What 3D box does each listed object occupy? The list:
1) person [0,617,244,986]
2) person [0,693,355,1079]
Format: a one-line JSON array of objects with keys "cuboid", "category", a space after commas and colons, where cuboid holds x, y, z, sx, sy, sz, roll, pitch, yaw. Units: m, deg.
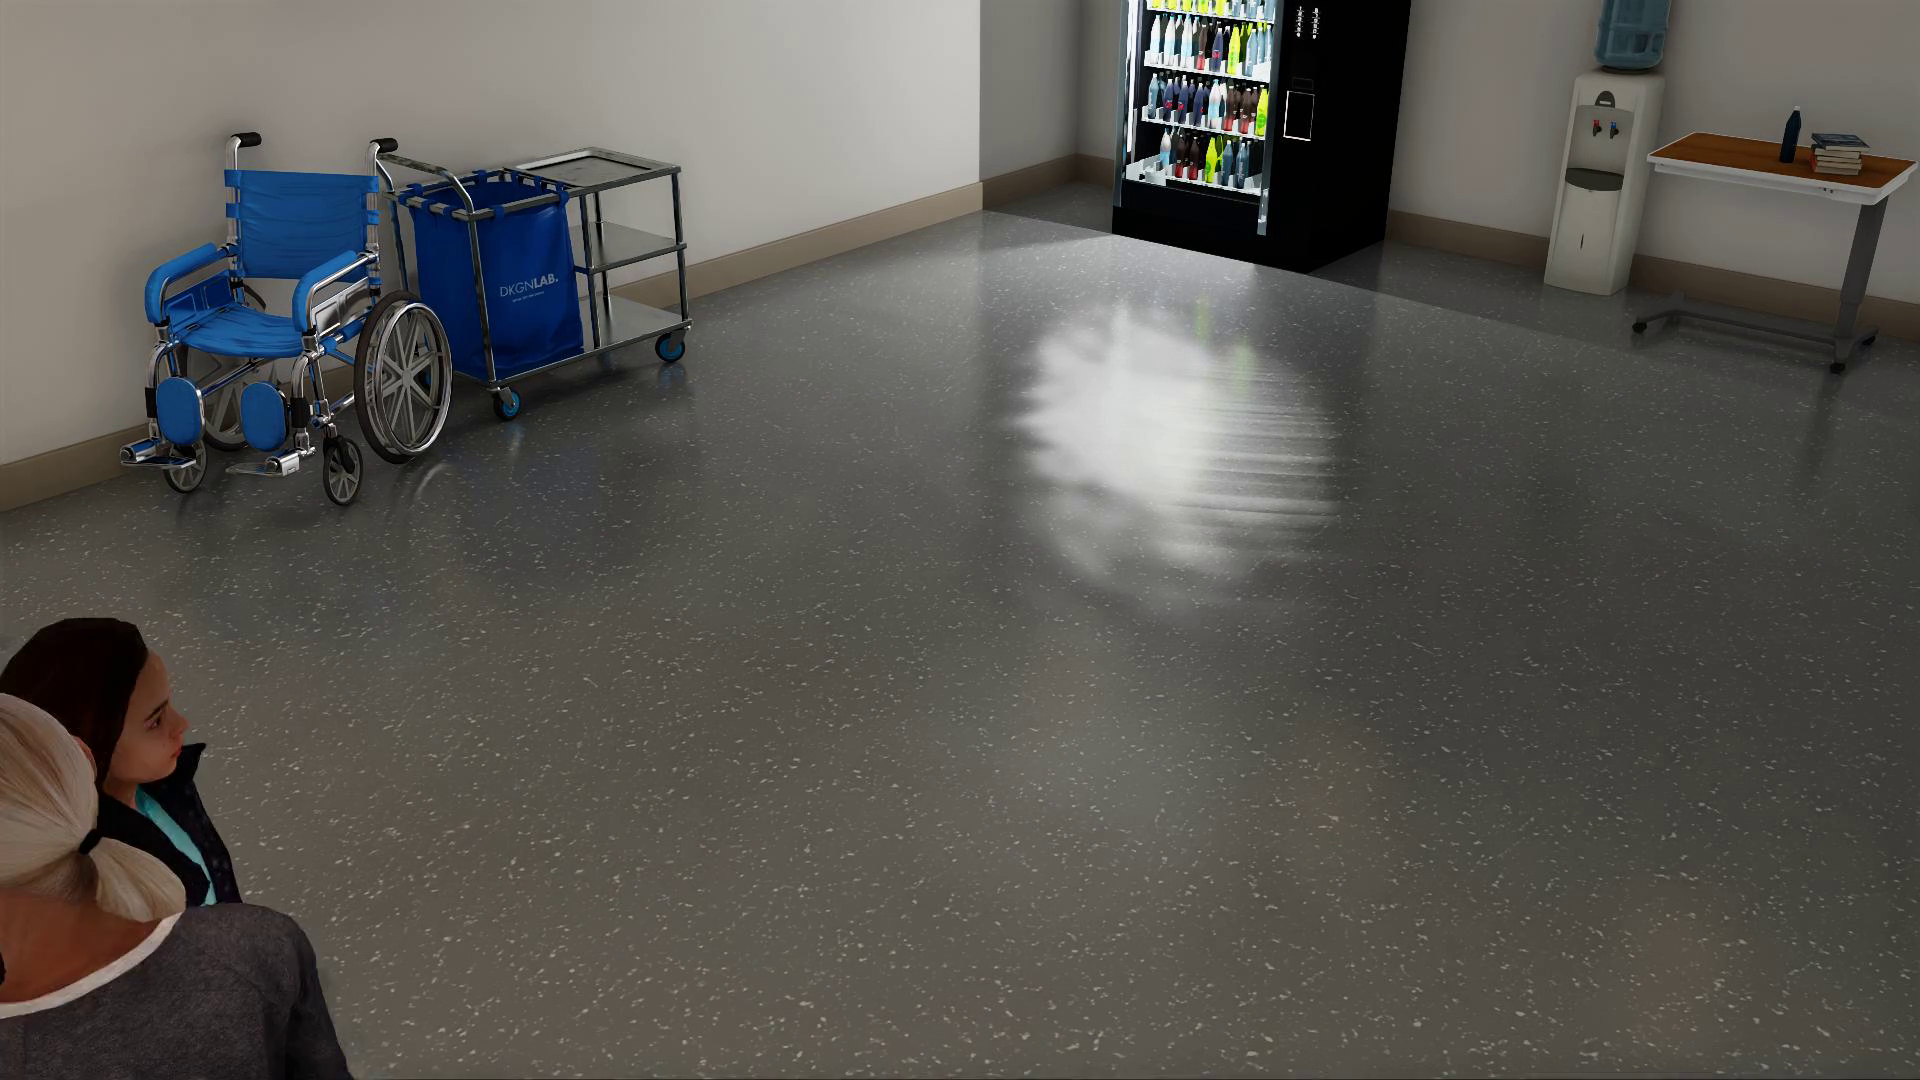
[{"cuboid": [-1.177, 0.786, 2.317, 0.748, 1.487, 0.667, -8, 27, -16], "category": "person"}, {"cuboid": [-0.756, 0.947, 1.753, 1.054, 1.686, 0.635, 21, 33, 36], "category": "person"}]
